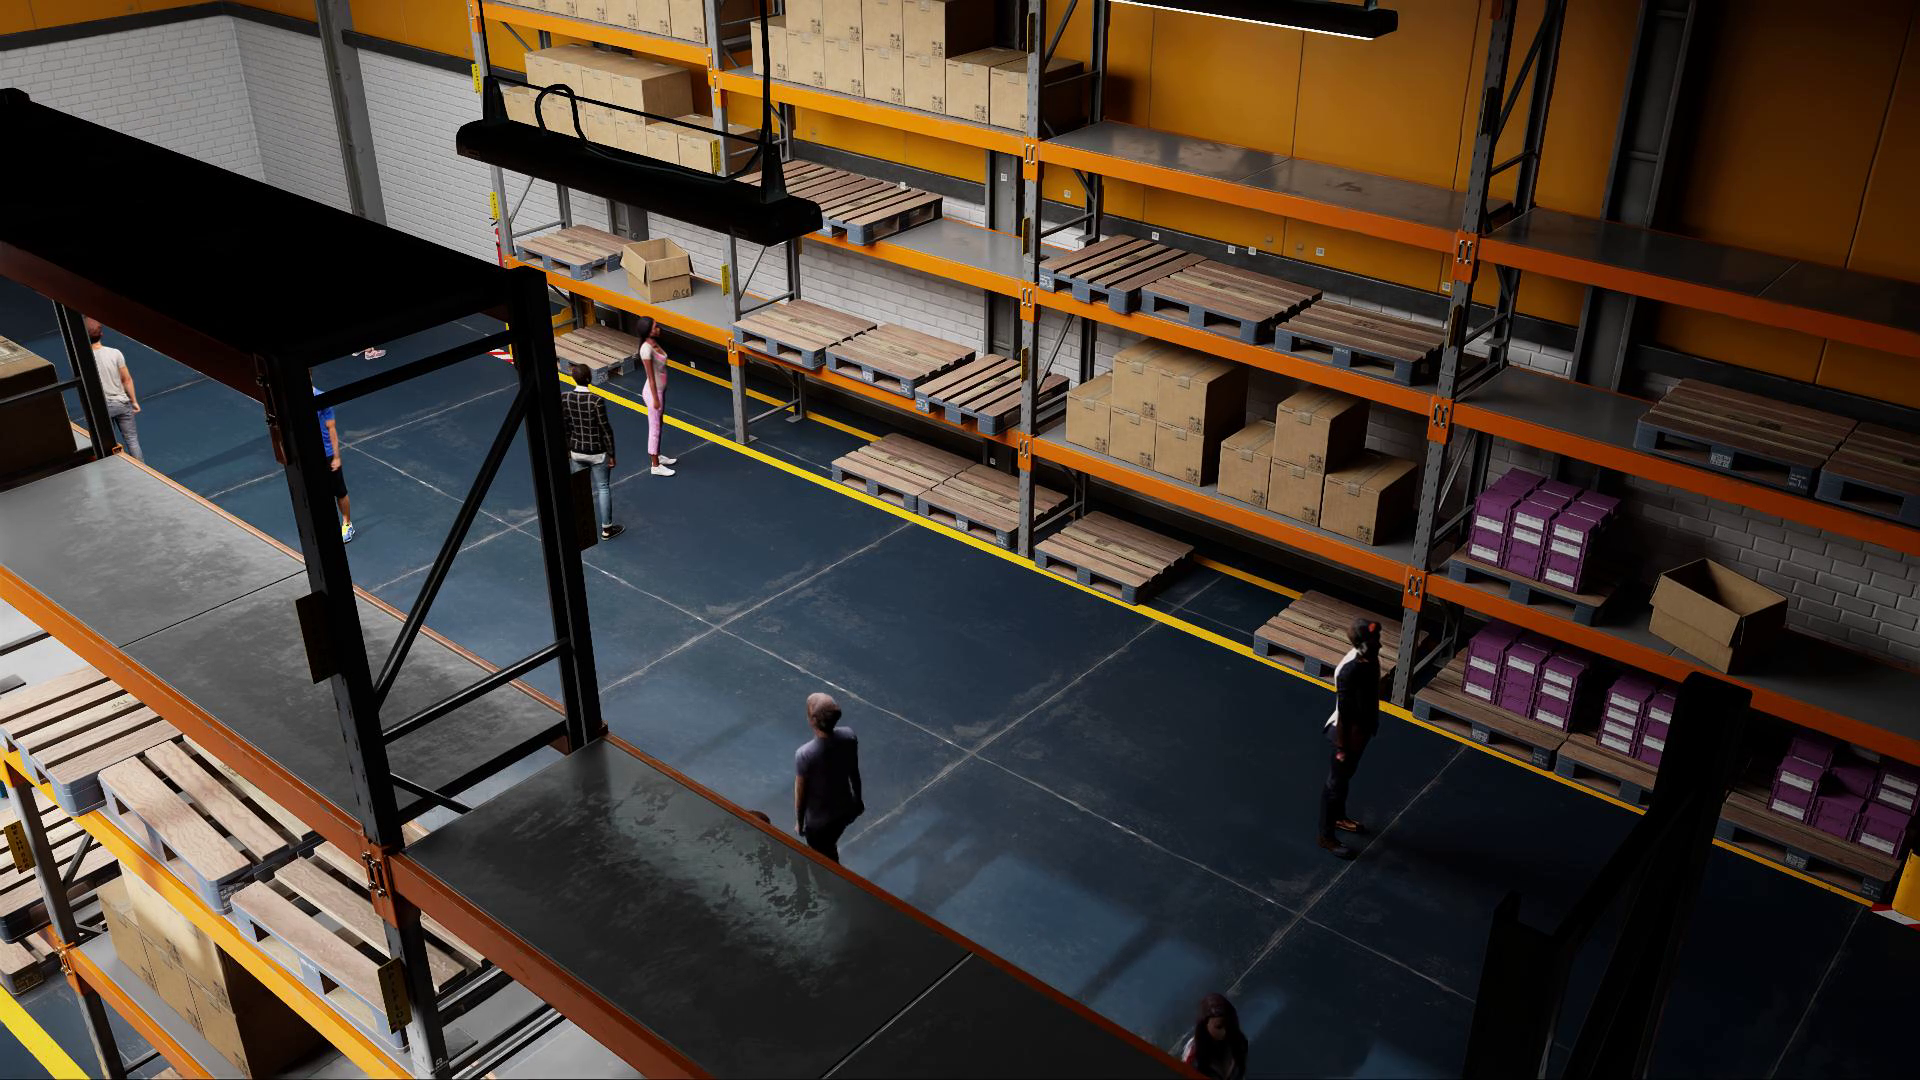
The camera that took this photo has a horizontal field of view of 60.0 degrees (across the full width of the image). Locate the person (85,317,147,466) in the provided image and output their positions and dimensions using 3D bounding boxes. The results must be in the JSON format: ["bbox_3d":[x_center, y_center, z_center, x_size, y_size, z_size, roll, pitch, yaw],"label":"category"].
[{"bbox_3d":[-8.732,-1.381,17.089,0.737,1.897,0.686,-15,32,-25],"label":"person"}]

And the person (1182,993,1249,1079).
[{"bbox_3d":[1.336,3.106,9.170,0.754,1.603,0.820,-11,30,-19],"label":"person"}]

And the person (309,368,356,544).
[{"bbox_3d":[-6.224,-0.852,16.151,0.670,1.866,0.762,2,29,4],"label":"person"}]

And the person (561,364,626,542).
[{"bbox_3d":[-3.623,-0.863,16.220,0.657,1.820,0.811,7,29,12],"label":"person"}]

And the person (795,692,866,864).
[{"bbox_3d":[-0.827,1.895,11.128,1.116,1.853,0.693,25,37,37],"label":"person"}]

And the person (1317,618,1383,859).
[{"bbox_3d":[2.822,1.386,12.021,0.644,1.893,0.719,16,32,26],"label":"person"}]

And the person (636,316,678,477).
[{"bbox_3d":[-3.221,-1.538,17.540,0.705,1.740,0.650,-1,29,-3],"label":"person"}]
